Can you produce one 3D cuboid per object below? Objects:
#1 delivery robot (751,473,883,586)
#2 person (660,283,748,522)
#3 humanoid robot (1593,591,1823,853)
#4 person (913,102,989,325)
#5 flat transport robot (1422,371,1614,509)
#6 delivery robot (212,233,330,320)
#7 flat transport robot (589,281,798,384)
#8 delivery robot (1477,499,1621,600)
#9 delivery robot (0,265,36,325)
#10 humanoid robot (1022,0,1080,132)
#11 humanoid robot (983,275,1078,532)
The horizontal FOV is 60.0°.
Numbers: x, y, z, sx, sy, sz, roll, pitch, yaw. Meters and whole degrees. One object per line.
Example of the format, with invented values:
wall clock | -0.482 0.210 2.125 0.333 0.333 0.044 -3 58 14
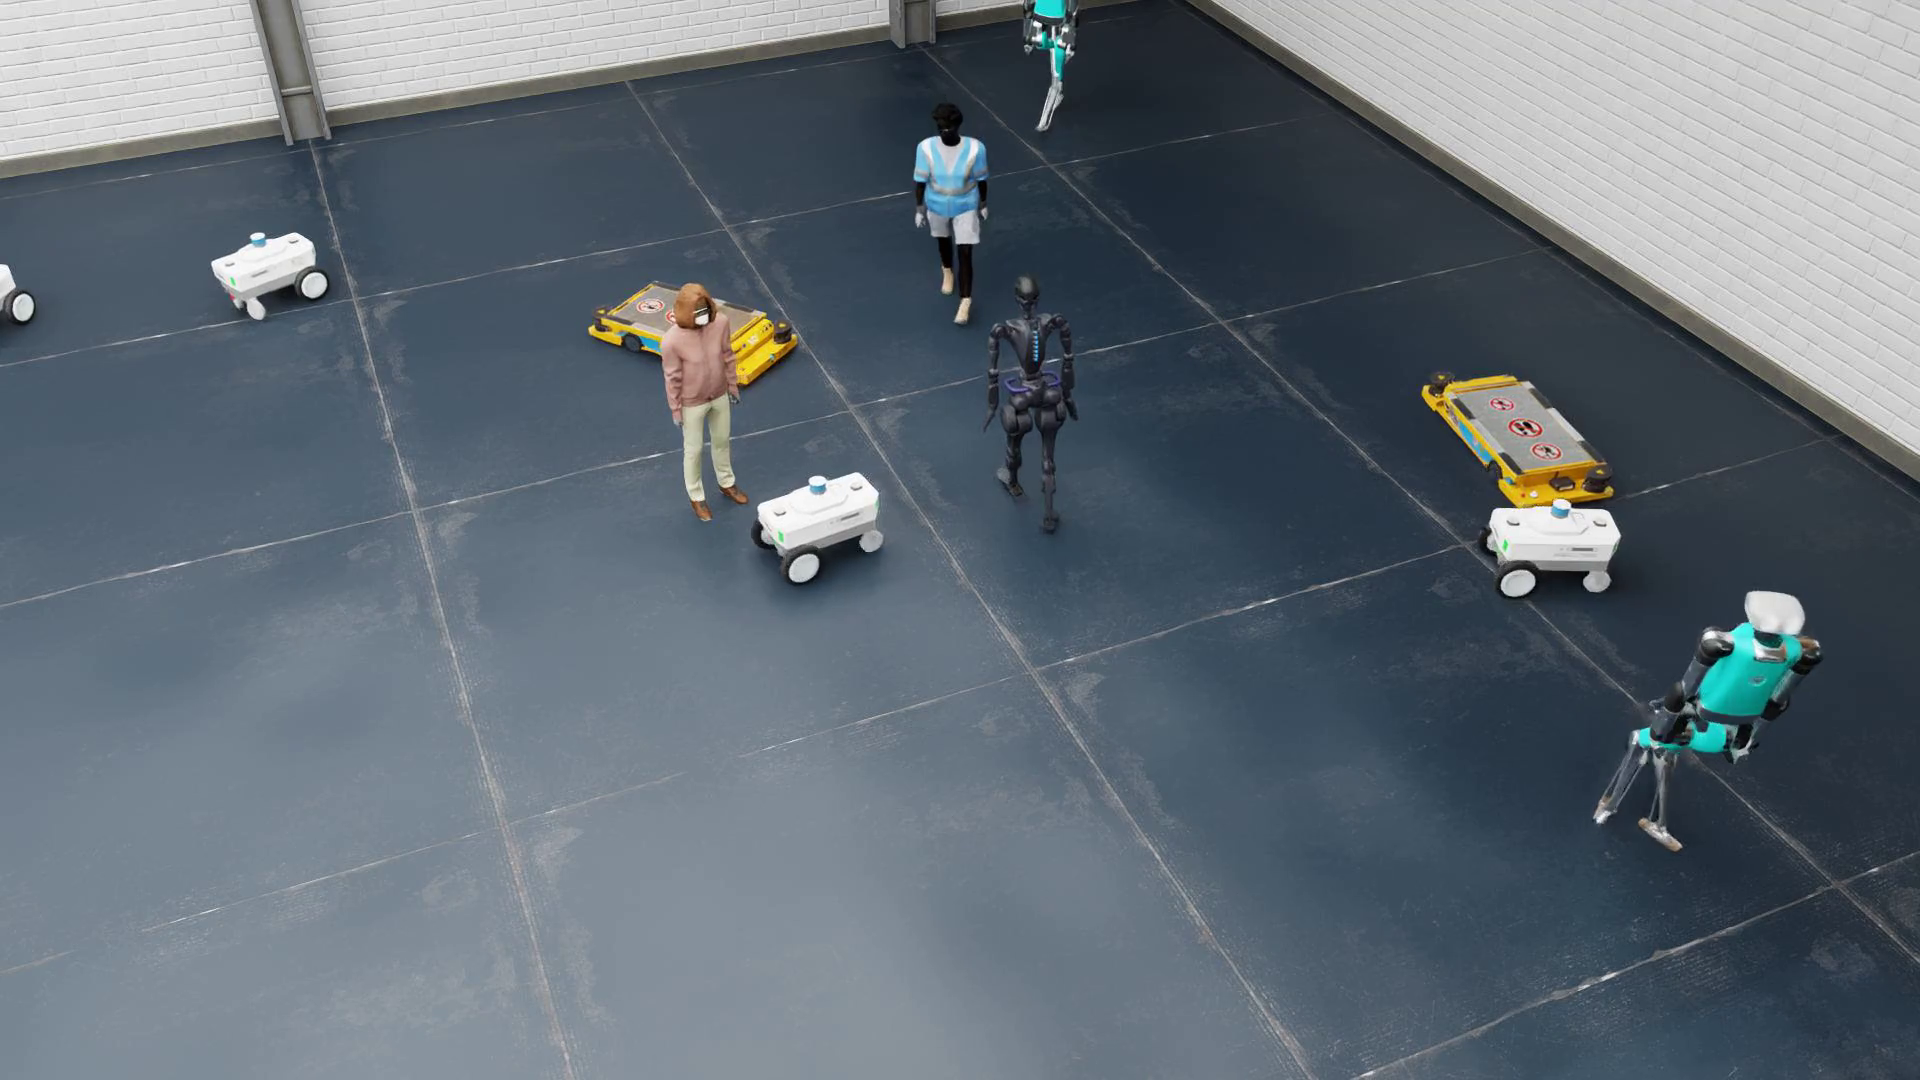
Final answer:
delivery robot | -0.880 -0.115 10.187 0.769 0.594 0.499 -20 42 -24
person | -1.580 -0.866 10.285 0.494 1.625 0.281 -28 46 -32
humanoid robot | 3.533 0.820 8.009 0.602 1.784 0.812 2 38 3
person | -0.071 -2.454 12.335 0.550 1.646 0.862 5 38 6
flat transport robot | 3.735 -0.706 11.193 0.659 0.231 1.431 -8 38 -11
delivery robot | -5.267 -2.063 12.730 0.521 0.603 0.774 31 47 34
flat transport robot | -1.978 -1.548 12.288 1.431 0.231 0.659 19 41 22
delivery robot | 3.537 0.027 10.016 0.807 0.609 0.499 1 38 1
delivery robot | -7.323 -1.759 12.335 0.515 0.602 0.774 9 38 12
humanoid robot | 0.883 -4.595 15.068 0.552 1.743 1.030 14 40 17
humanoid robot | 0.435 -0.868 10.263 0.610 1.625 0.691 -11 39 -14
